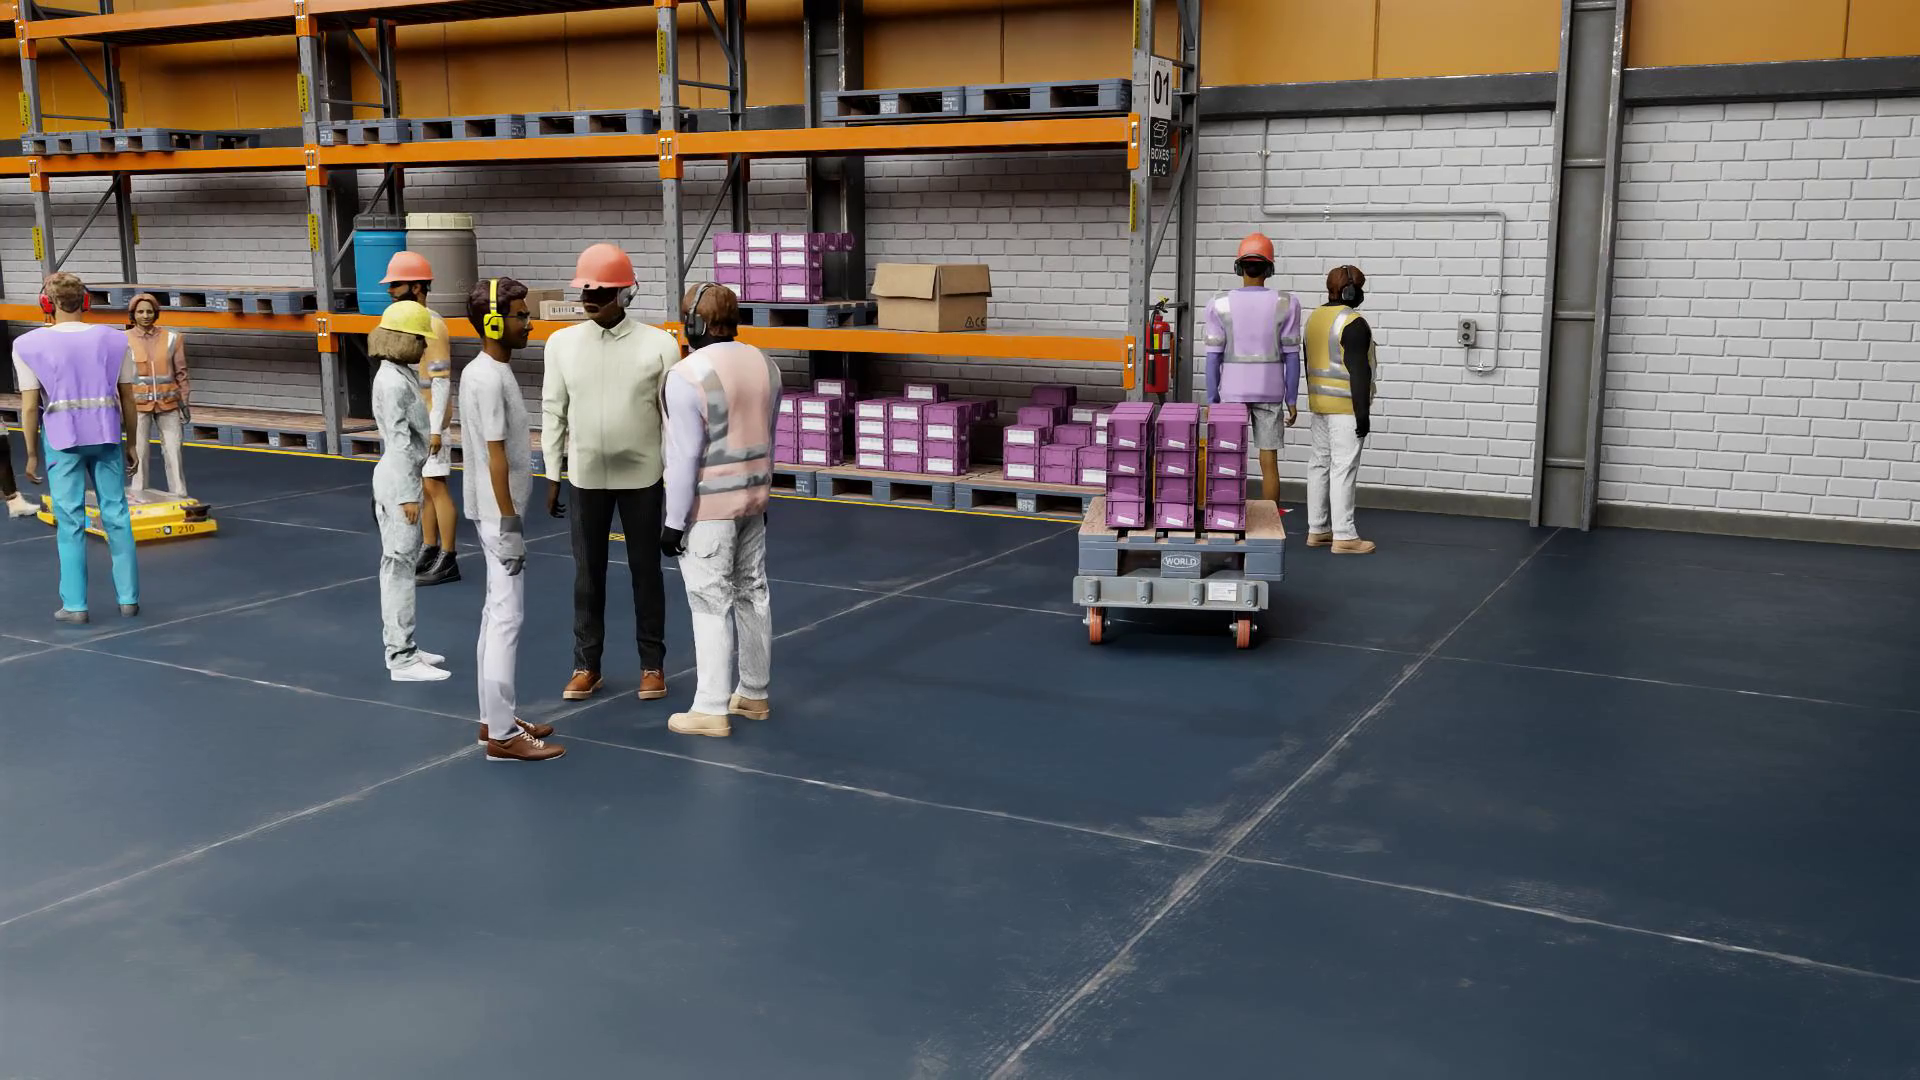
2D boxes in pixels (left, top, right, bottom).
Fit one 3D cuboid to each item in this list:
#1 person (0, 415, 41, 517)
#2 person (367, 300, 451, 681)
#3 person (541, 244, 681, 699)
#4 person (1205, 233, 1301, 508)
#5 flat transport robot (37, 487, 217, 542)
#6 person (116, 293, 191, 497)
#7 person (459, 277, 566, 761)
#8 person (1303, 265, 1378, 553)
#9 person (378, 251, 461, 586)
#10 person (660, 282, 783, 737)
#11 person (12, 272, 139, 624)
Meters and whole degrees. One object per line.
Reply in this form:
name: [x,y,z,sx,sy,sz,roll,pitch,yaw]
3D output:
person: [-7.113,-0.962,11.890,0.839,1.659,0.533,-2,10,-8]
person: [-2.533,-0.226,7.653,0.318,1.735,0.483,-3,11,-18]
person: [-1.509,-0.282,7.253,0.622,1.990,0.389,0,10,-1]
person: [1.867,-0.929,10.660,0.607,2.044,0.372,2,10,9]
flat transport robot: [-5.779,-0.195,11.497,1.431,0.197,0.652,9,14,42]
person: [-5.731,-0.928,11.795,0.509,1.627,0.323,-7,13,-35]
person: [-1.758,-0.077,6.464,0.319,1.871,0.532,-4,11,-20]
person: [2.458,-0.839,10.719,0.429,1.844,0.627,-4,11,-20]
person: [-3.155,-0.702,9.702,0.358,1.938,0.548,-8,13,-38]
person: [-0.998,-0.122,6.790,0.429,1.845,0.621,6,12,31]
person: [-4.601,-0.474,8.720,0.566,1.841,0.390,-9,14,-42]
